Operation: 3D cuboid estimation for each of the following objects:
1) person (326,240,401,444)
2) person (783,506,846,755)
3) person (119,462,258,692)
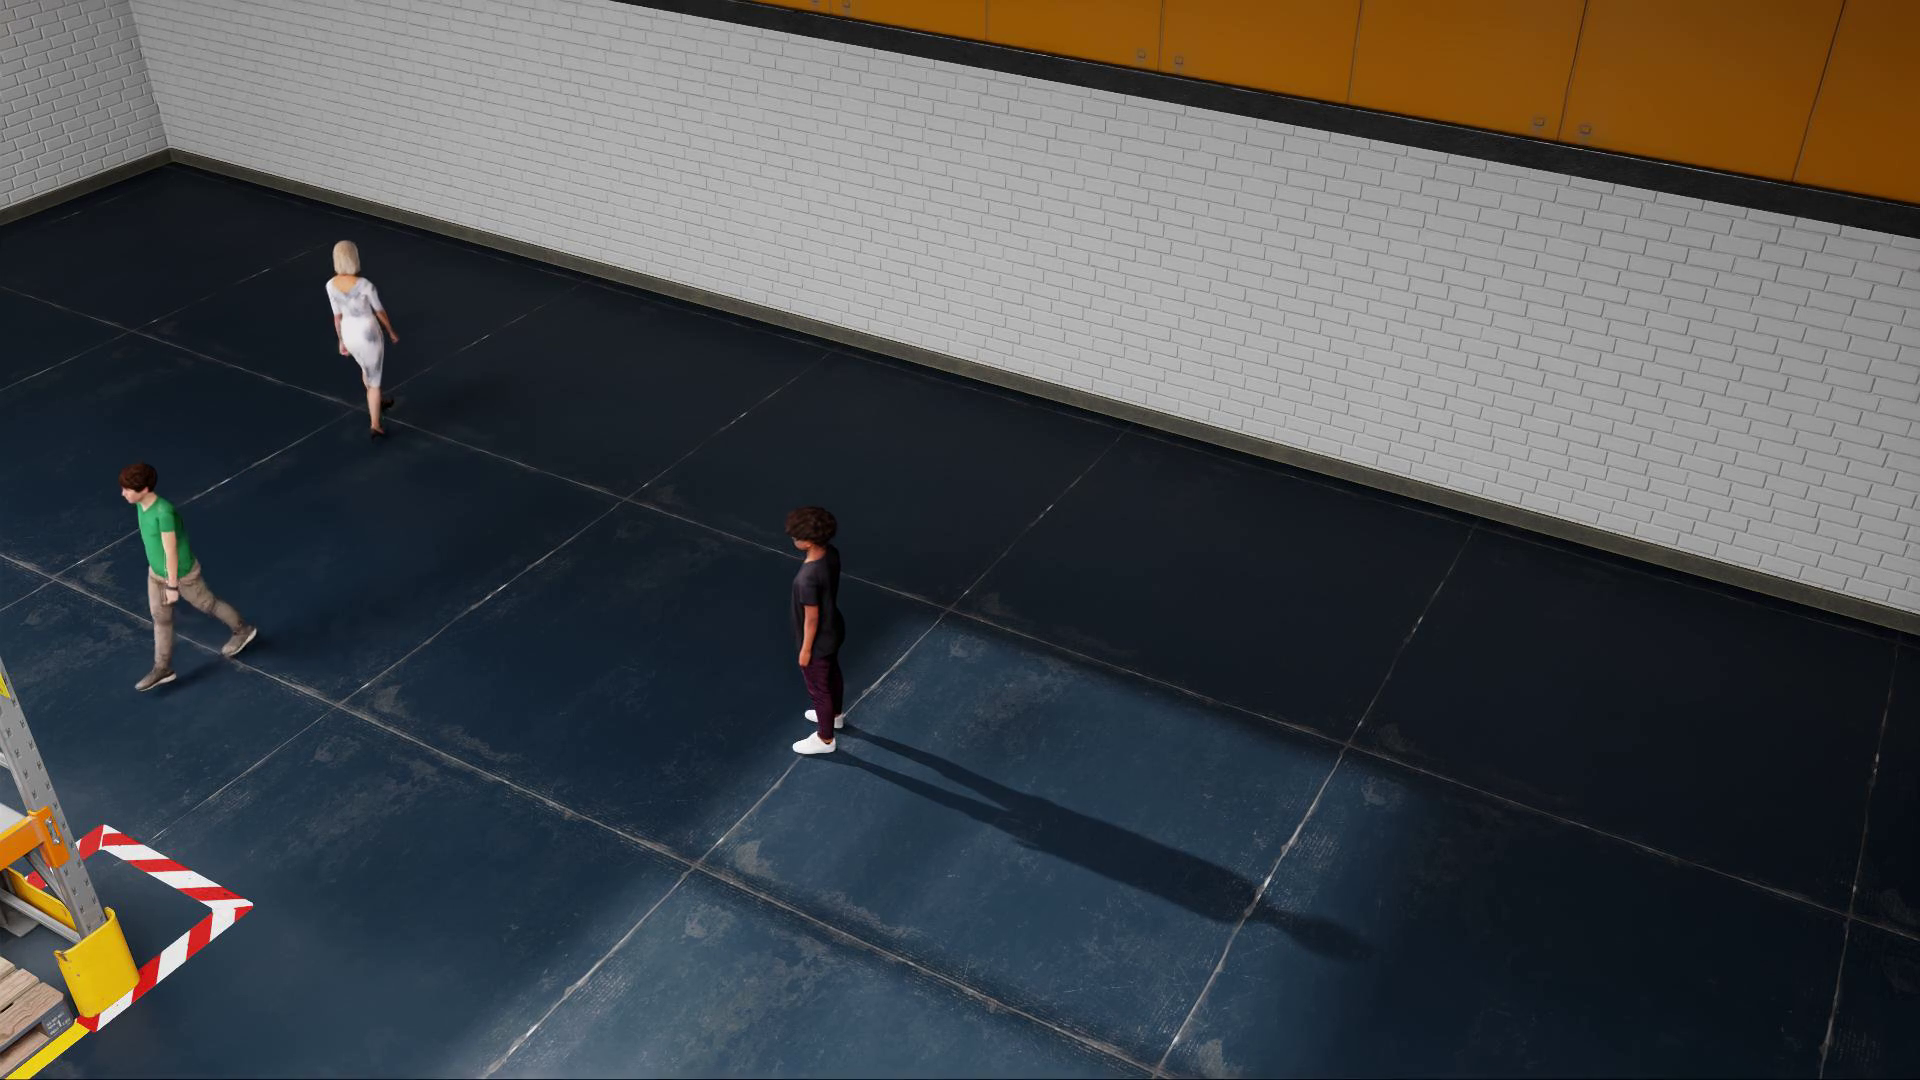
[{"bbox_3d":[-4.911,-1.592,13.647,0.752,1.727,0.958,6,34,9],"label":"person"},{"bbox_3d":[-0.882,0.547,10.381,0.744,1.780,0.611,6,34,8],"label":"person"},{"bbox_3d":[-5.144,0.177,11.086,0.672,1.615,1.133,22,40,30],"label":"person"}]
